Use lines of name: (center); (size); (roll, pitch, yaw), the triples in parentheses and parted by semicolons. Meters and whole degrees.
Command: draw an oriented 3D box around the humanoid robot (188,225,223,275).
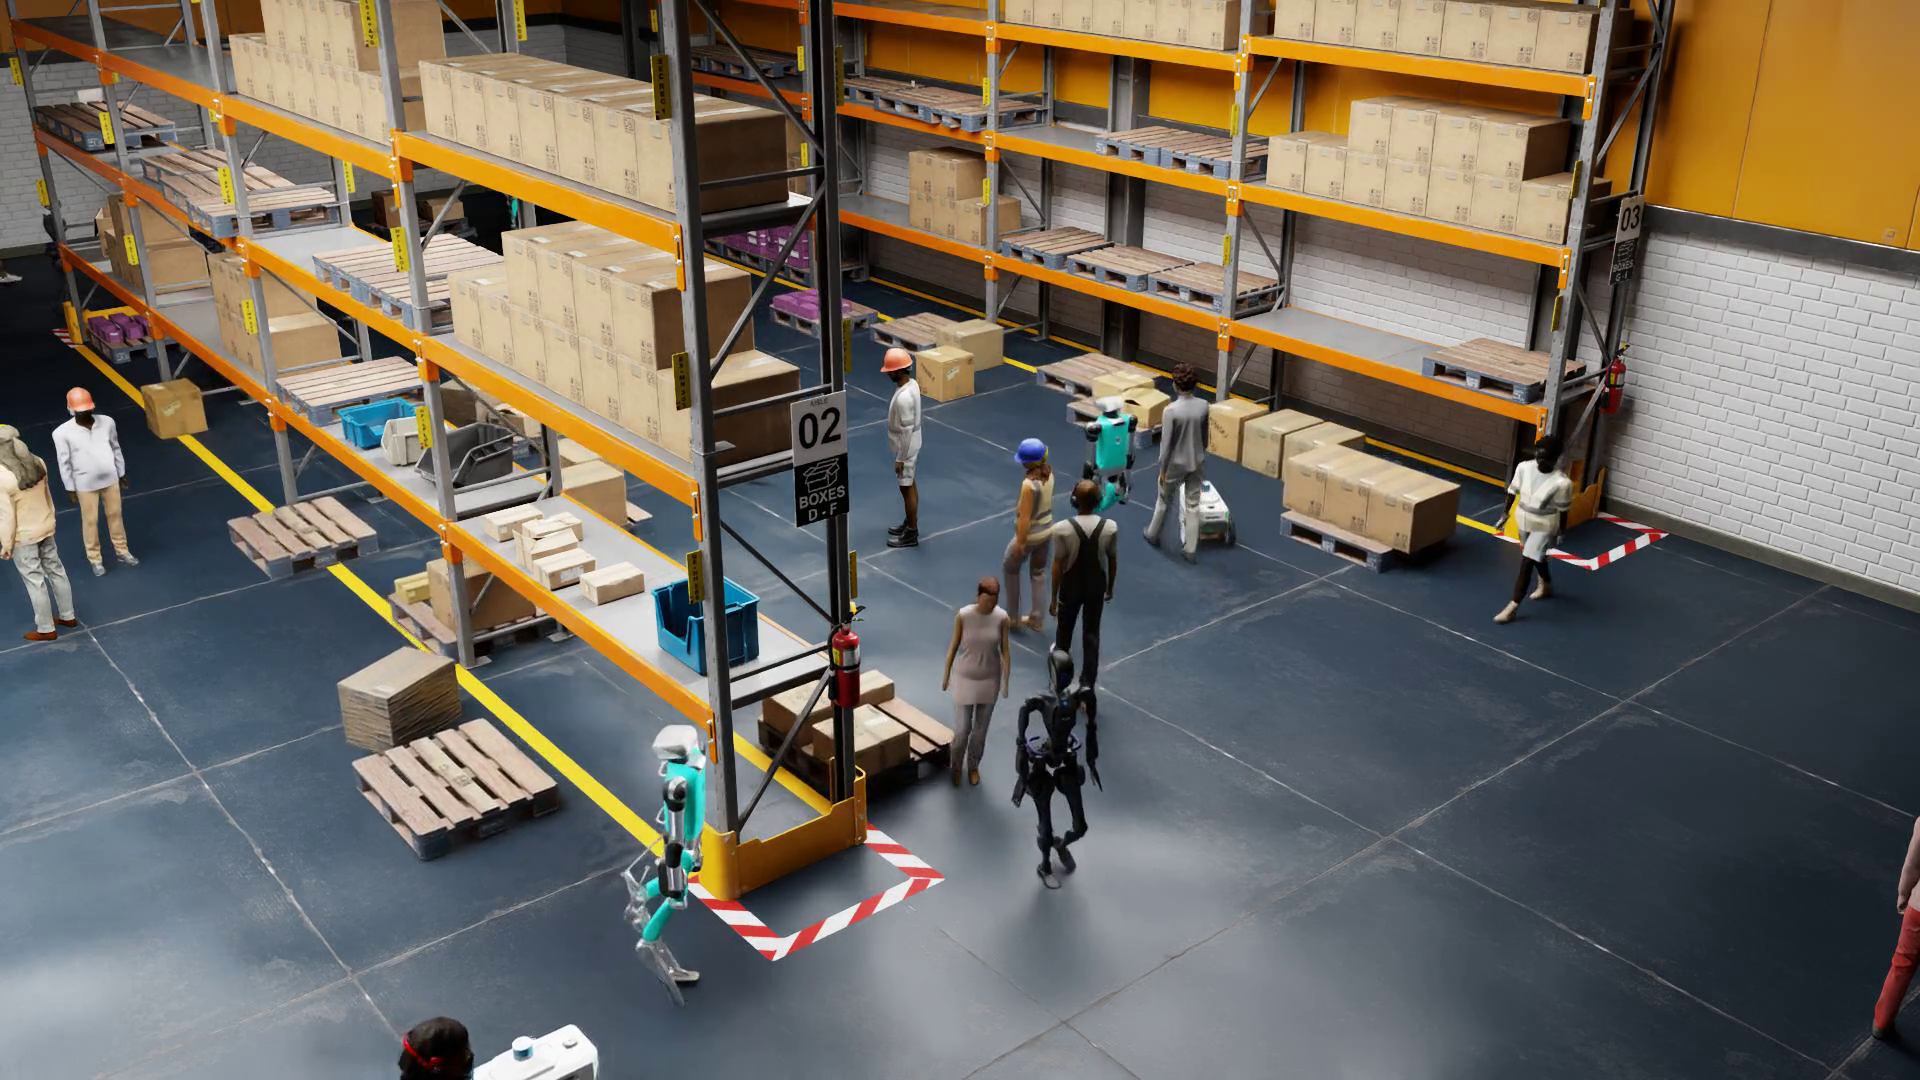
humanoid robot: (-10.269, -3.910, 22.940); (0.422, 1.639, 0.612); (17, 29, 35)

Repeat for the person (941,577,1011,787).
person: (0.112, 0.989, 11.622); (0.474, 1.629, 0.429); (-4, 24, -10)

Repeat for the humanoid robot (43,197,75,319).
humanoid robot: (-12.406, -3.899, 22.902); (0.359, 1.652, 0.586); (-18, 29, -36)

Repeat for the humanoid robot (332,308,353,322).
humanoid robot: (-8.417, -3.716, 22.424); (0.835, 1.780, 0.531); (9, 25, 19)

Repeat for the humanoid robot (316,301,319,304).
humanoid robot: (-9.251, -4.041, 23.267); (0.651, 1.649, 0.589); (13, 27, 28)

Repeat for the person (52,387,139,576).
person: (-7.804, -0.549, 15.040); (0.341, 1.748, 0.571); (17, 29, 35)

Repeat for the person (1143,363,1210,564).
person: (2.023, -0.747, 15.359); (0.556, 1.870, 0.778); (-6, 24, -15)

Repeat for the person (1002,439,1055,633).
person: (0.535, -0.073, 13.948); (0.553, 1.749, 0.543); (20, 30, 38)

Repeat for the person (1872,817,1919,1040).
person: (5.388, 2.029, 9.072); (0.346, 1.758, 0.519); (-20, 31, -39)

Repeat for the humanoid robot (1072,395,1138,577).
humanoid robot: (1.209, -0.462, 14.915); (0.541, 1.842, 0.678); (-14, 27, -30)

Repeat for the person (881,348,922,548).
person: (-0.543, -0.866, 15.558); (0.366, 1.928, 0.541); (1, 23, 3)

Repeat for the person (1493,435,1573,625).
person: (4.953, -0.145, 14.231); (0.893, 1.650, 0.531); (-15, 27, -31)

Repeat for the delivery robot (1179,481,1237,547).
delivery robot: (2.331, -0.276, 15.897); (0.499, 0.575, 0.759); (-2, 23, -5)

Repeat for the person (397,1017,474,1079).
person: (-2.147, 2.833, 7.074); (0.491, 1.843, 0.575); (8, 25, 18)

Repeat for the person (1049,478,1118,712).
person: (0.928, 0.352, 12.886); (0.542, 1.802, 0.937); (-3, 24, -7)

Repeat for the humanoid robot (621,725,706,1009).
humanoid robot: (-1.743, 1.880, 9.489); (0.673, 1.839, 0.542); (2, 23, 5)

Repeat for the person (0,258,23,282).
person: (-14.491, -4.618, 24.302); (0.982, 1.885, 0.561); (-15, 27, -31)

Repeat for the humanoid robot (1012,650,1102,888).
humanoid robot: (0.599, 1.432, 10.548); (0.596, 1.643, 0.375); (-8, 25, -19)

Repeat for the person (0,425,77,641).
person: (-7.688, -0.060, 13.760); (0.406, 1.877, 0.555); (6, 24, 14)

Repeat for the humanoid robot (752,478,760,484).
humanoid robot: (-2.355, -1.344, 16.938); (0.978, 1.764, 0.534); (3, 24, 6)

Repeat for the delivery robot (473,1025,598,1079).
delivery robot: (-2.257, 2.851, 8.652); (0.756, 0.571, 0.499); (-18, 29, -36)

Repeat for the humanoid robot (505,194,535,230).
humanoid robot: (-6.939, -5.345, 26.301); (0.551, 1.888, 0.711); (-4, 24, -8)
